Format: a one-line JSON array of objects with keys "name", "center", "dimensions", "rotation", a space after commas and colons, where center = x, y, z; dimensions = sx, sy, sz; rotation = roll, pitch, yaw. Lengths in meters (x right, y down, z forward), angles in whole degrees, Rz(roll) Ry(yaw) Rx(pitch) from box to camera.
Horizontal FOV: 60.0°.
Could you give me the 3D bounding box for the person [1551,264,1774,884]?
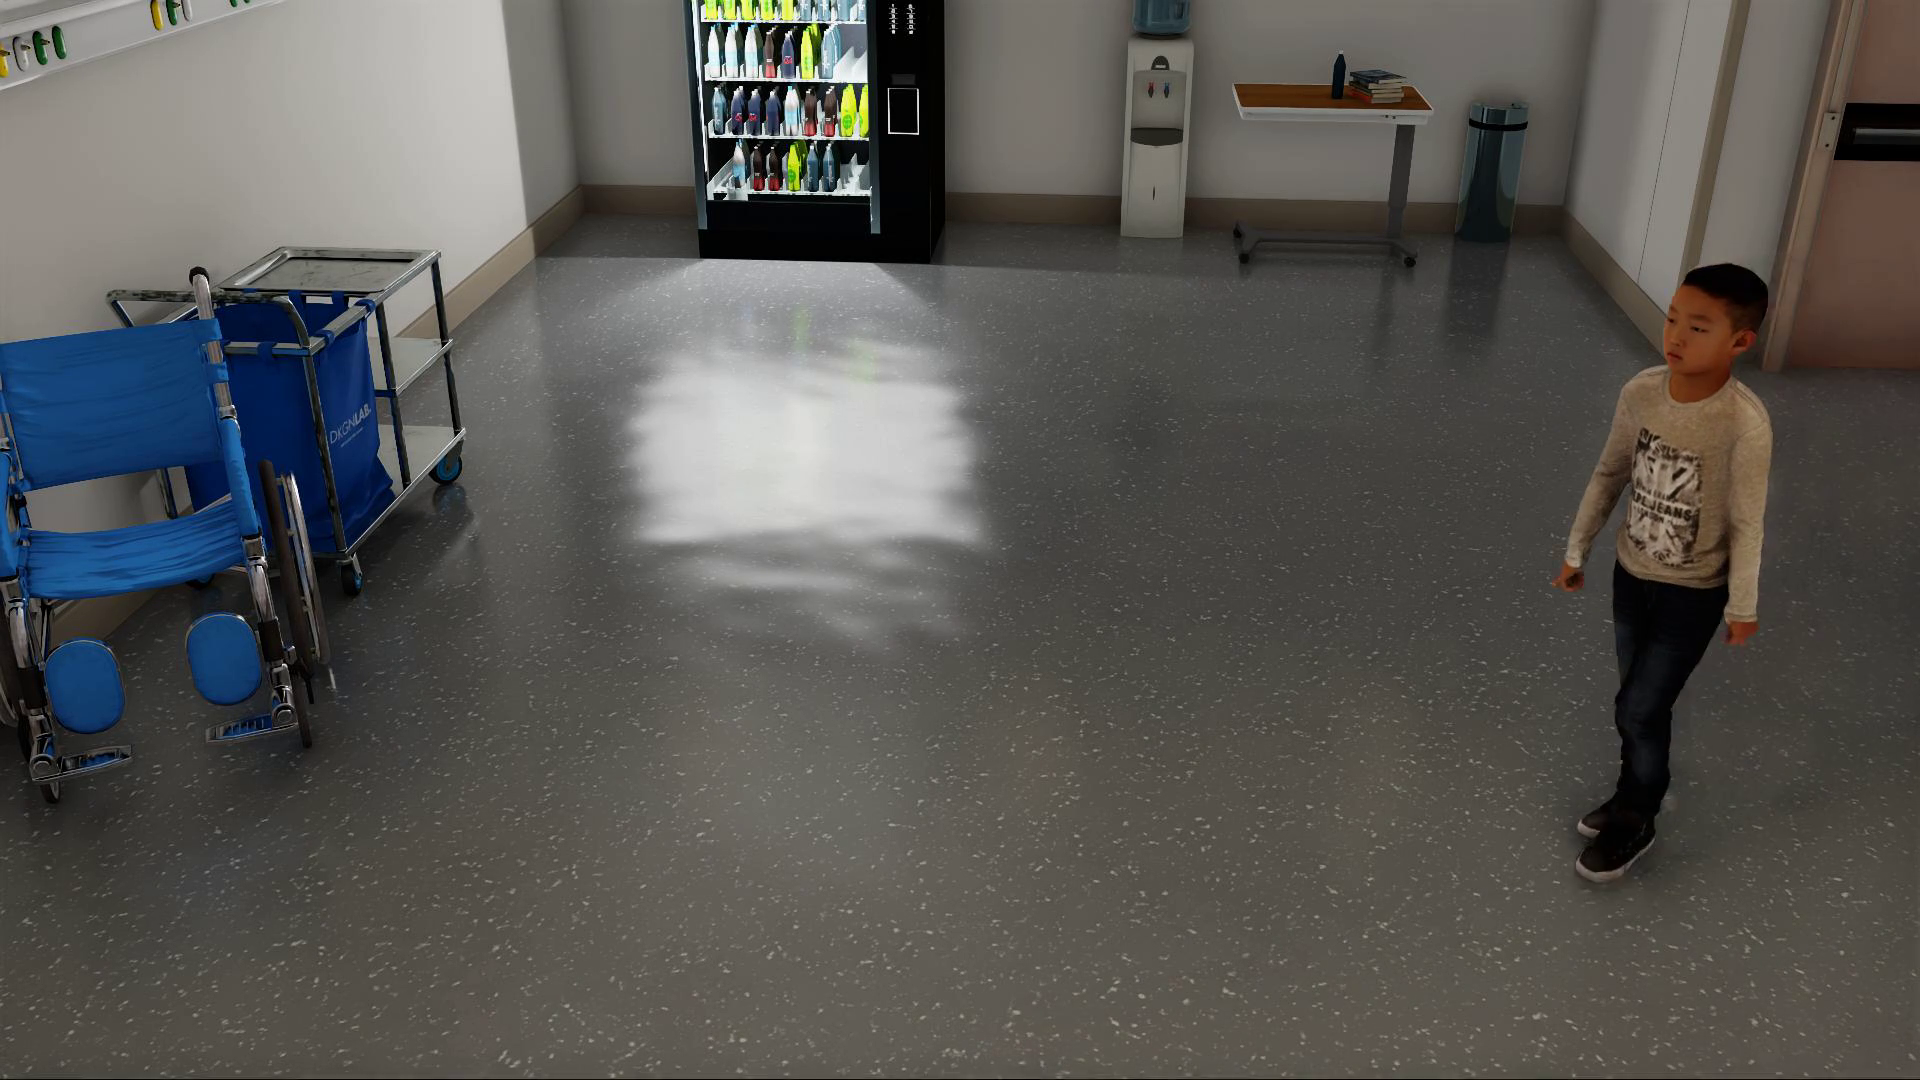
[{"name": "person", "center": [1.694, 0.073, 3.834], "dimensions": [0.756, 1.453, 0.710], "rotation": [-13, 28, -24]}]
